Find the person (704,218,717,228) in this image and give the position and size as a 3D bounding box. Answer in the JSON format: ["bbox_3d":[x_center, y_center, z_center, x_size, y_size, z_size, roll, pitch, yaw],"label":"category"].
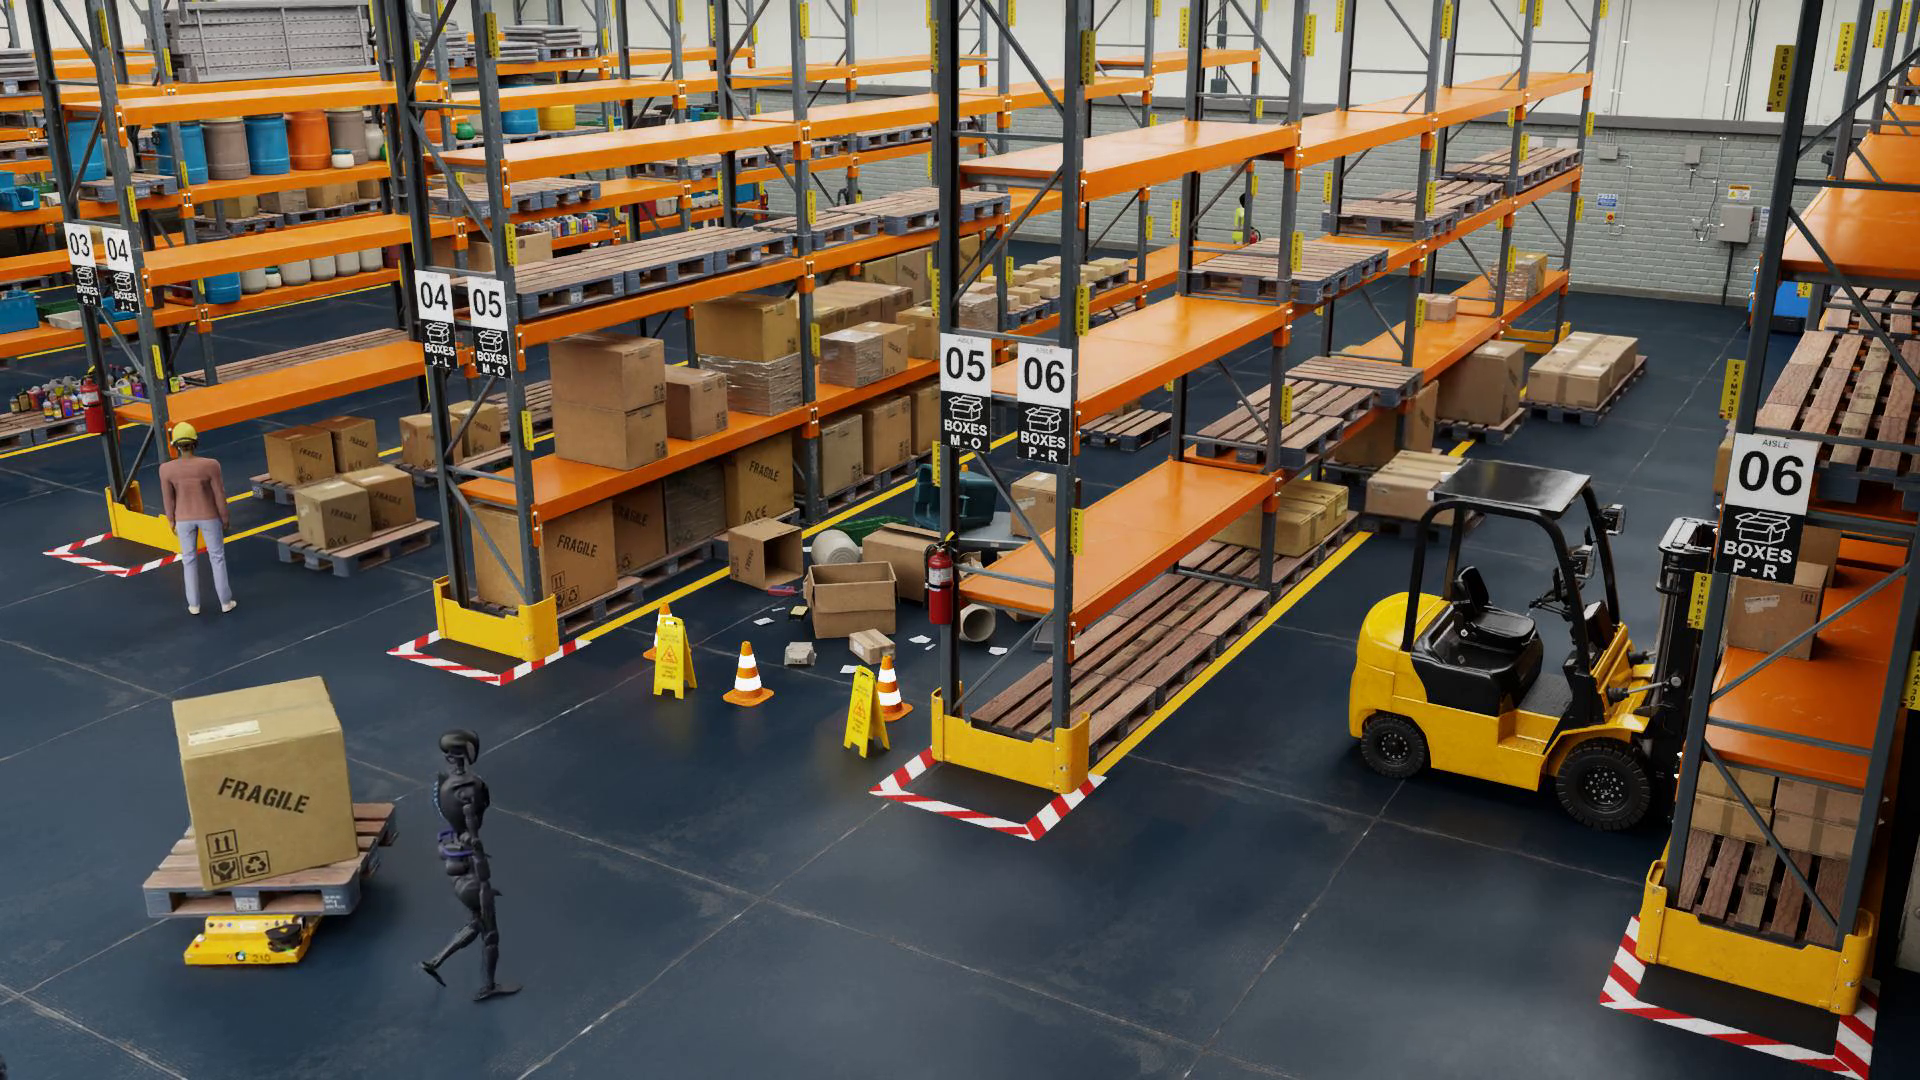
[{"bbox_3d":[-5.237,-7.063,34.865,0.489,1.688,0.350,-6,20,-18],"label":"person"}]

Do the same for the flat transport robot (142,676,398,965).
[{"bbox_3d":[-4.232,2.168,10.345,0.659,0.231,1.431,-1,19,-2],"label":"flat transport robot"}]

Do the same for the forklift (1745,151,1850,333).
[{"bbox_3d":[13.620,-4.667,26.137,1.873,2.768,1.129,11,22,29],"label":"forklift"}]

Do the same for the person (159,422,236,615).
[{"bbox_3d":[-6.824,-0.194,14.899,0.523,1.761,0.345,-5,20,-13],"label":"person"}]

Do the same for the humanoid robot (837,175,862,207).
[{"bbox_3d":[-2.216,-6.450,33.107,0.588,1.642,0.425,-10,21,-27],"label":"humanoid robot"}]

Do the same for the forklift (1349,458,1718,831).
[{"bbox_3d":[3.988,0.658,11.776,2.313,2.155,1.214,11,22,29],"label":"forklift"}]

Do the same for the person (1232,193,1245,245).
[{"bbox_3d":[5.126,-5.472,30.263,0.320,1.686,0.538,-2,19,-6],"label":"person"}]

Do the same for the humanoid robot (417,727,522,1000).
[{"bbox_3d":[-2.769,1.811,9.216,0.474,1.642,0.609,-10,21,-26],"label":"humanoid robot"}]

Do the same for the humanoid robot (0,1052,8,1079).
[{"bbox_3d":[-4.085,2.589,6.965,0.600,1.649,0.332,7,20,20],"label":"humanoid robot"}]
